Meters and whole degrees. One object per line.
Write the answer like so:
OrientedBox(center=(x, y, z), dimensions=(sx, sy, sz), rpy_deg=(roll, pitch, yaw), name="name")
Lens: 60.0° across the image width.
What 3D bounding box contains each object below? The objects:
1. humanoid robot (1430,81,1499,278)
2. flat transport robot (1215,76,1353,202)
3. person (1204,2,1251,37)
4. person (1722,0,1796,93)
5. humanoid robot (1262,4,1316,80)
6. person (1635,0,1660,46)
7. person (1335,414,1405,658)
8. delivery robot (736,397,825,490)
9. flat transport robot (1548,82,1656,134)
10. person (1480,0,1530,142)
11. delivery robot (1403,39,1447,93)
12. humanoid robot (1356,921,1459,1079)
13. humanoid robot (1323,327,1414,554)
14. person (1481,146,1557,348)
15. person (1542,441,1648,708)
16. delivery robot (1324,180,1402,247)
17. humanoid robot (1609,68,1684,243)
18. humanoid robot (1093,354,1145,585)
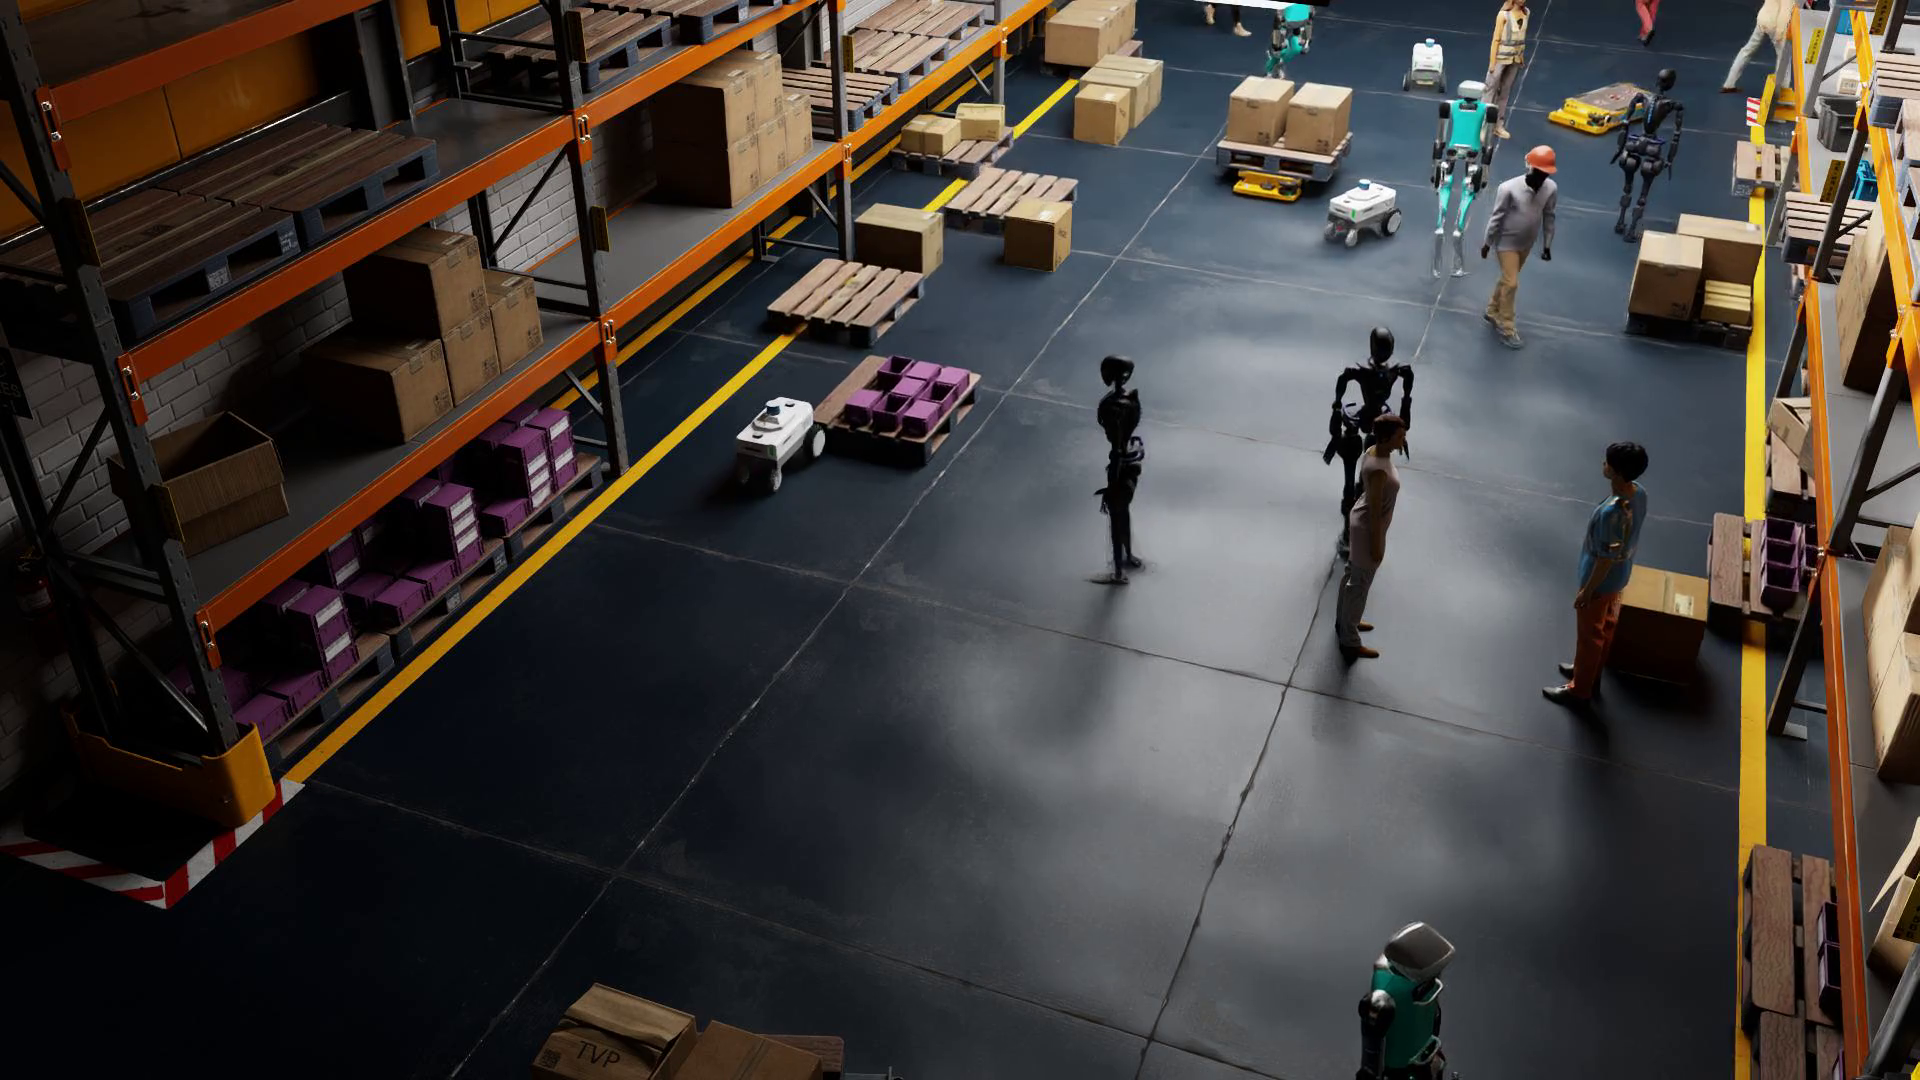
OrientedBox(center=(4.543, -3.237, 15.294), dimensions=(0.544, 1.810, 0.771), rpy_deg=(14, 35, 20), name="humanoid robot")
OrientedBox(center=(3.437, -3.961, 17.721), dimensions=(0.659, 0.231, 1.431), rpy_deg=(14, 35, 21), name="flat transport robot")
OrientedBox(center=(3.583, -7.544, 21.964), dimensions=(0.676, 1.676, 0.527), rpy_deg=(16, 36, 24), name="person")
OrientedBox(center=(9.661, -6.093, 19.613), dimensions=(0.876, 1.808, 0.580), rpy_deg=(3, 33, 4), name="person")
OrientedBox(center=(3.719, -5.808, 19.179), dimensions=(0.537, 1.747, 0.670), rpy_deg=(-14, 35, -21), name="humanoid robot")
OrientedBox(center=(8.998, -7.246, 21.446), dimensions=(0.531, 1.752, 0.606), rpy_deg=(-2, 33, -4), name="person")
OrientedBox(center=(2.569, -0.045, 10.377), dimensions=(0.286, 1.661, 0.442), rpy_deg=(4, 33, 6), name="person")
OrientedBox(center=(-1.385, -0.772, 12.518), dimensions=(0.499, 0.589, 0.791), rpy_deg=(12, 35, 18), name="delivery robot")
OrientedBox(center=(7.588, -5.038, 19.389), dimensions=(1.431, 0.231, 0.659), rpy_deg=(-22, 39, -30), name="flat transport robot")
OrientedBox(center=(6.062, -5.308, 18.414), dimensions=(0.471, 1.777, 0.324), rpy_deg=(-15, 36, -22), name="person")
OrientedBox(center=(5.696, -5.803, 20.299), dimensions=(0.499, 0.583, 0.775), rpy_deg=(7, 34, 11), name="delivery robot")
OrientedBox(center=(1.987, 2.368, 6.597), dimensions=(0.931, 1.774, 0.545), rpy_deg=(26, 41, 35), name="humanoid robot")
OrientedBox(center=(2.812, -0.715, 11.412), dimensions=(0.594, 1.642, 0.649), rpy_deg=(-3, 33, -5), name="humanoid robot")
OrientedBox(center=(4.801, -2.502, 14.126), dimensions=(0.579, 1.712, 0.805), rpy_deg=(-12, 35, -18), name="person")
OrientedBox(center=(3.810, 0.207, 9.891), dimensions=(0.318, 1.765, 0.492), rpy_deg=(23, 39, 31), name="person")
OrientedBox(center=(3.958, -3.239, 16.357), dimensions=(0.816, 0.612, 0.499), rpy_deg=(-25, 41, -33), name="delivery robot")
OrientedBox(center=(6.612, -3.730, 16.071), dimensions=(0.609, 1.643, 0.411), rpy_deg=(25, 40, 33), name="humanoid robot")
OrientedBox(center=(1.067, -0.461, 11.016), dimensions=(0.343, 1.666, 0.609), rpy_deg=(6, 33, 9), name="humanoid robot")
